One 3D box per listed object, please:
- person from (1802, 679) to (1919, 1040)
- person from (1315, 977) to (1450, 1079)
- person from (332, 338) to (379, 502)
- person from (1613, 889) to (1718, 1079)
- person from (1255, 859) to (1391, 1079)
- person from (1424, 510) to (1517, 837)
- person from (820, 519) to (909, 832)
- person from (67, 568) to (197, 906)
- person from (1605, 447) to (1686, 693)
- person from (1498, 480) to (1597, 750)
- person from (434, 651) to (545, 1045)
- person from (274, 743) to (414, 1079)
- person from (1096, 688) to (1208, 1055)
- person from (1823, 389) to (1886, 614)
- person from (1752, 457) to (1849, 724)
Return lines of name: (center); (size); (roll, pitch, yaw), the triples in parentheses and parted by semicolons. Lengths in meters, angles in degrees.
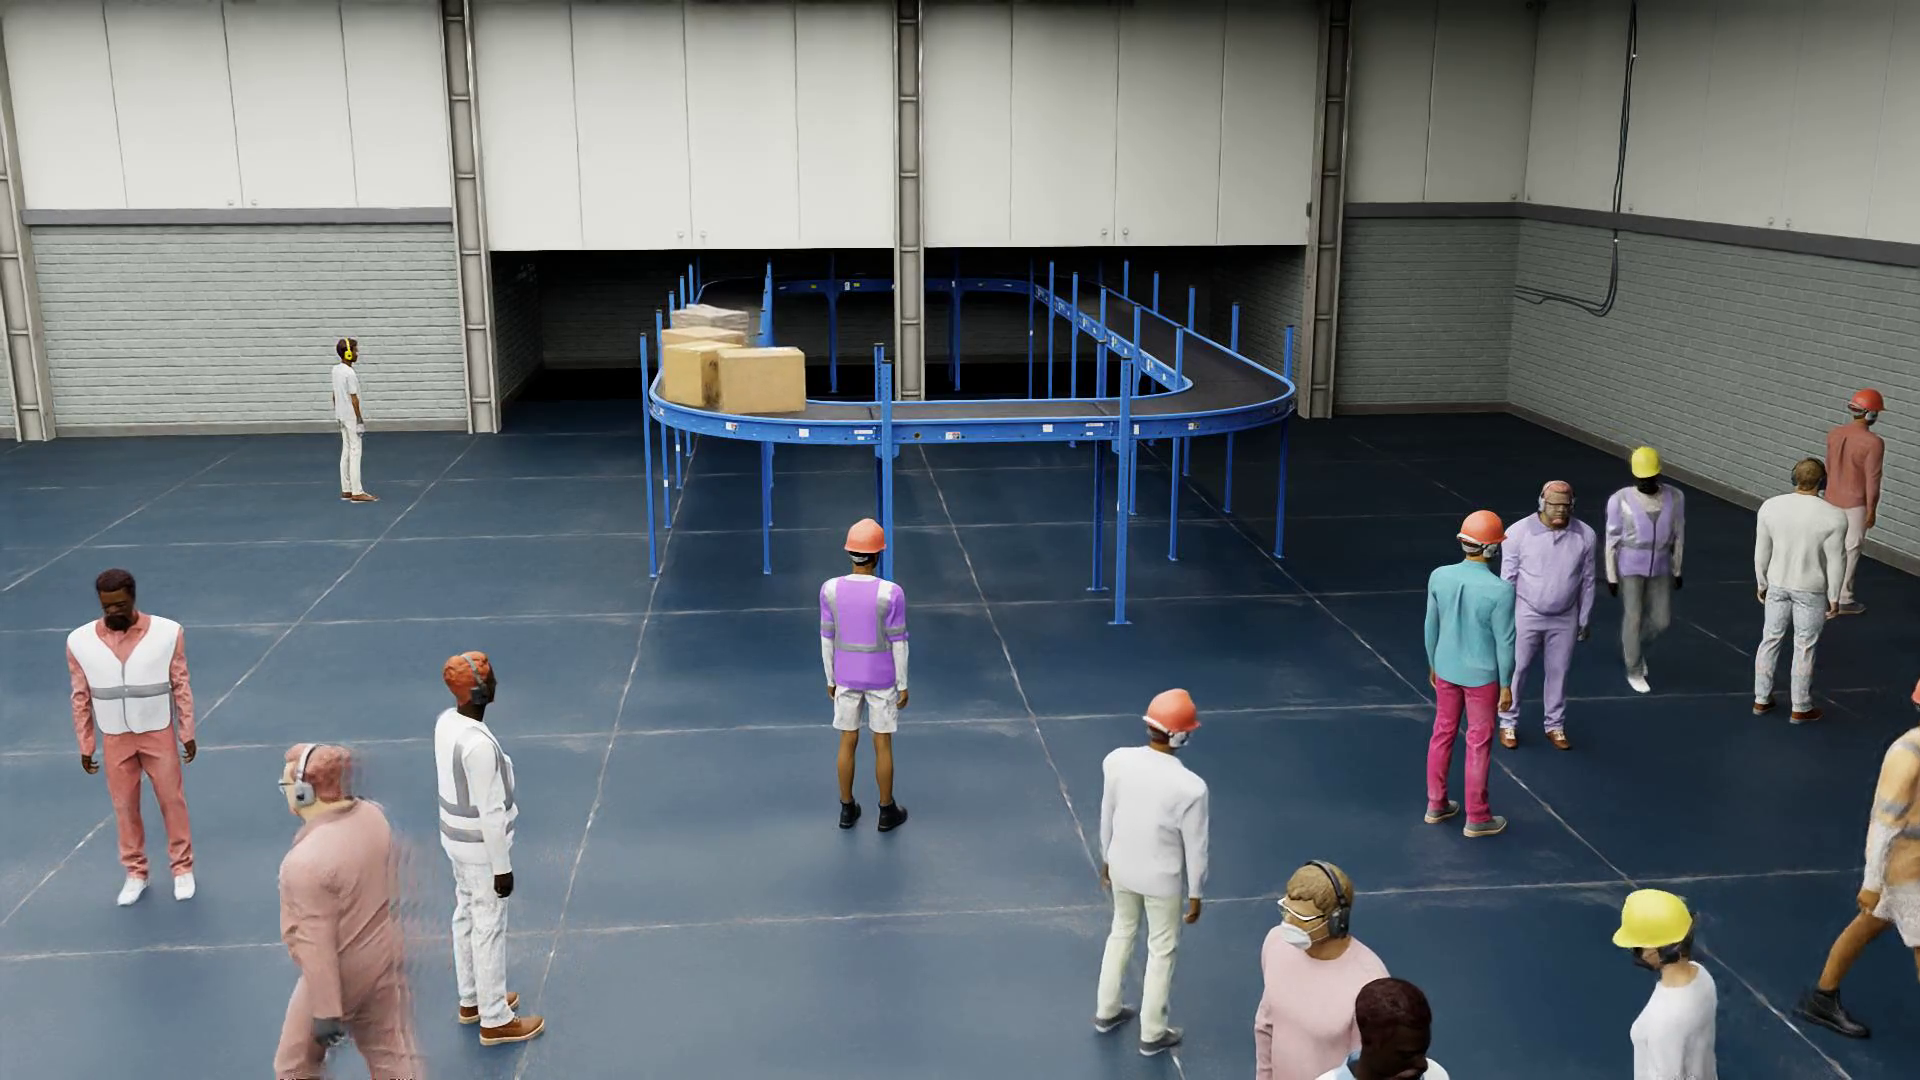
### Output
person: (4.398, 1.484, 7.523); (0.973, 1.884, 0.572); (13, 19, 41)
person: (1.166, 2.136, 4.872); (0.590, 1.912, 0.392); (-8, 16, -30)
person: (-6.940, -1.364, 18.962); (0.310, 1.868, 0.534); (-13, 19, -43)
person: (2.420, 2.021, 5.750); (0.900, 1.696, 0.534); (13, 19, 41)
person: (1.200, 1.960, 5.551); (0.369, 1.932, 0.623); (-8, 16, -28)
person: (3.086, 0.798, 10.050); (0.378, 1.996, 0.610); (-11, 18, -36)
person: (-0.565, 0.822, 10.076); (0.545, 1.938, 0.361); (3, 14, 14)
person: (-4.532, 1.065, 9.167); (0.598, 1.910, 0.403); (-4, 15, -17)
person: (5.168, 0.214, 12.572); (0.629, 1.900, 0.465); (-1, 14, -2)
person: (4.009, 0.519, 11.381); (0.641, 1.899, 0.394); (1, 14, 3)
person: (-2.227, 1.428, 7.759); (0.351, 1.884, 0.582); (-10, 17, -34)
person: (-2.557, 1.709, 6.641); (0.797, 1.873, 0.671); (2, 14, 7)
person: (0.906, 1.517, 7.700); (0.570, 1.737, 0.363); (12, 18, 40)
person: (7.854, -0.346, 14.657); (0.408, 1.985, 0.617); (-3, 14, -14)
person: (6.010, 0.356, 11.938); (0.372, 1.940, 0.631); (-12, 18, -39)
